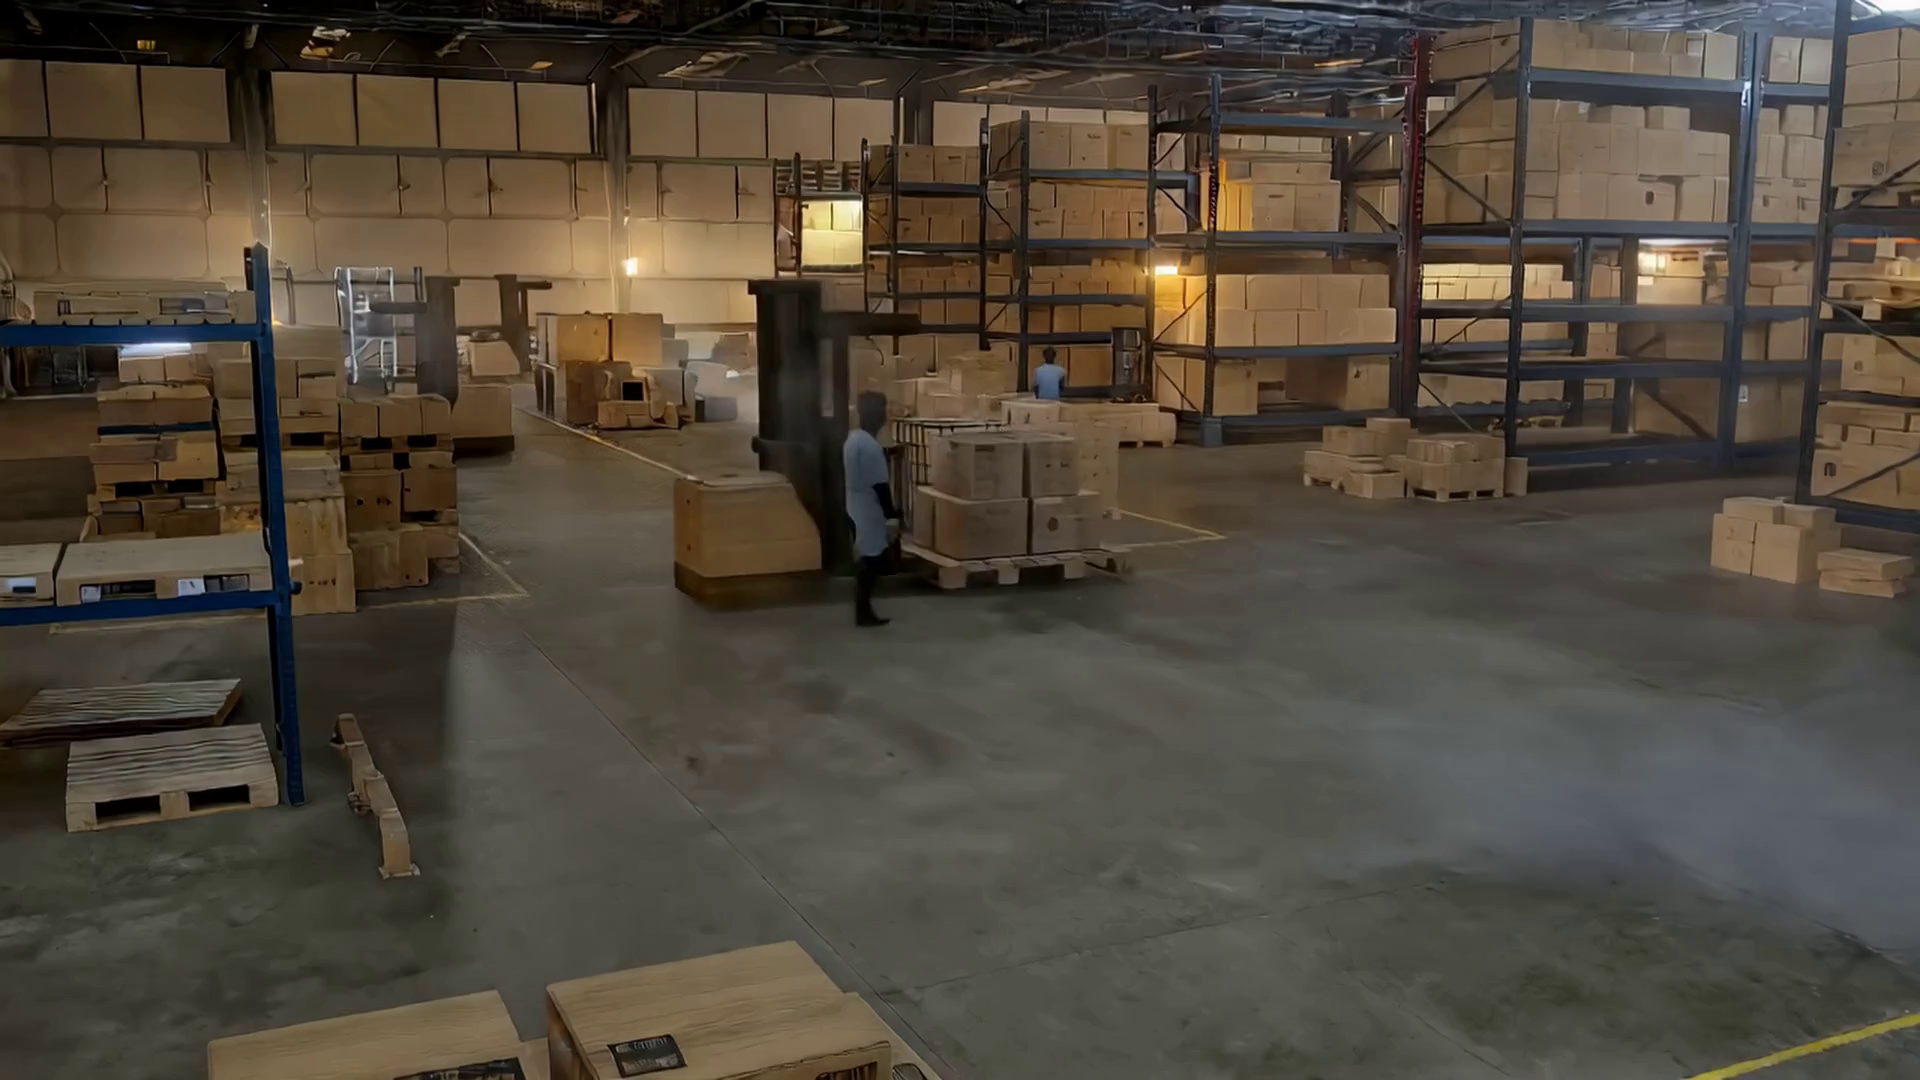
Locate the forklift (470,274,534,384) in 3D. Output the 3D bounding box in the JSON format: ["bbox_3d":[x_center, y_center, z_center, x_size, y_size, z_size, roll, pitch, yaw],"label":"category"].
[{"bbox_3d":[-11.485,-5.359,42.334,1.873,2.768,1.129,-4,10,-25],"label":"forklift"}]

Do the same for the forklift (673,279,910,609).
[{"bbox_3d":[-1.528,-0.904,14.696,1.873,2.768,1.129,-4,10,-25],"label":"forklift"}]

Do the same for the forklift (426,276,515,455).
[{"bbox_3d":[-8.069,-2.737,26.069,1.873,2.768,1.129,-4,10,-25],"label":"forklift"}]

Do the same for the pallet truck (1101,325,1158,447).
[{"bbox_3d":[2.881,-2.596,27.923,0.823,1.965,1.885,-1,9,-7],"label":"pallet truck"}]

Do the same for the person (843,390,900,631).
[{"bbox_3d":[-0.699,-0.229,13.375,0.424,1.950,0.619,-3,10,-15],"label":"person"}]

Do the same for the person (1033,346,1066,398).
[{"bbox_3d":[1.297,-1.912,24.253,0.552,1.810,0.993,-1,9,-9],"label":"person"}]

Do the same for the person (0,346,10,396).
[{"bbox_3d":[-22.366,-4.276,38.546,0.627,1.936,0.373,-9,13,-43],"label":"person"}]
